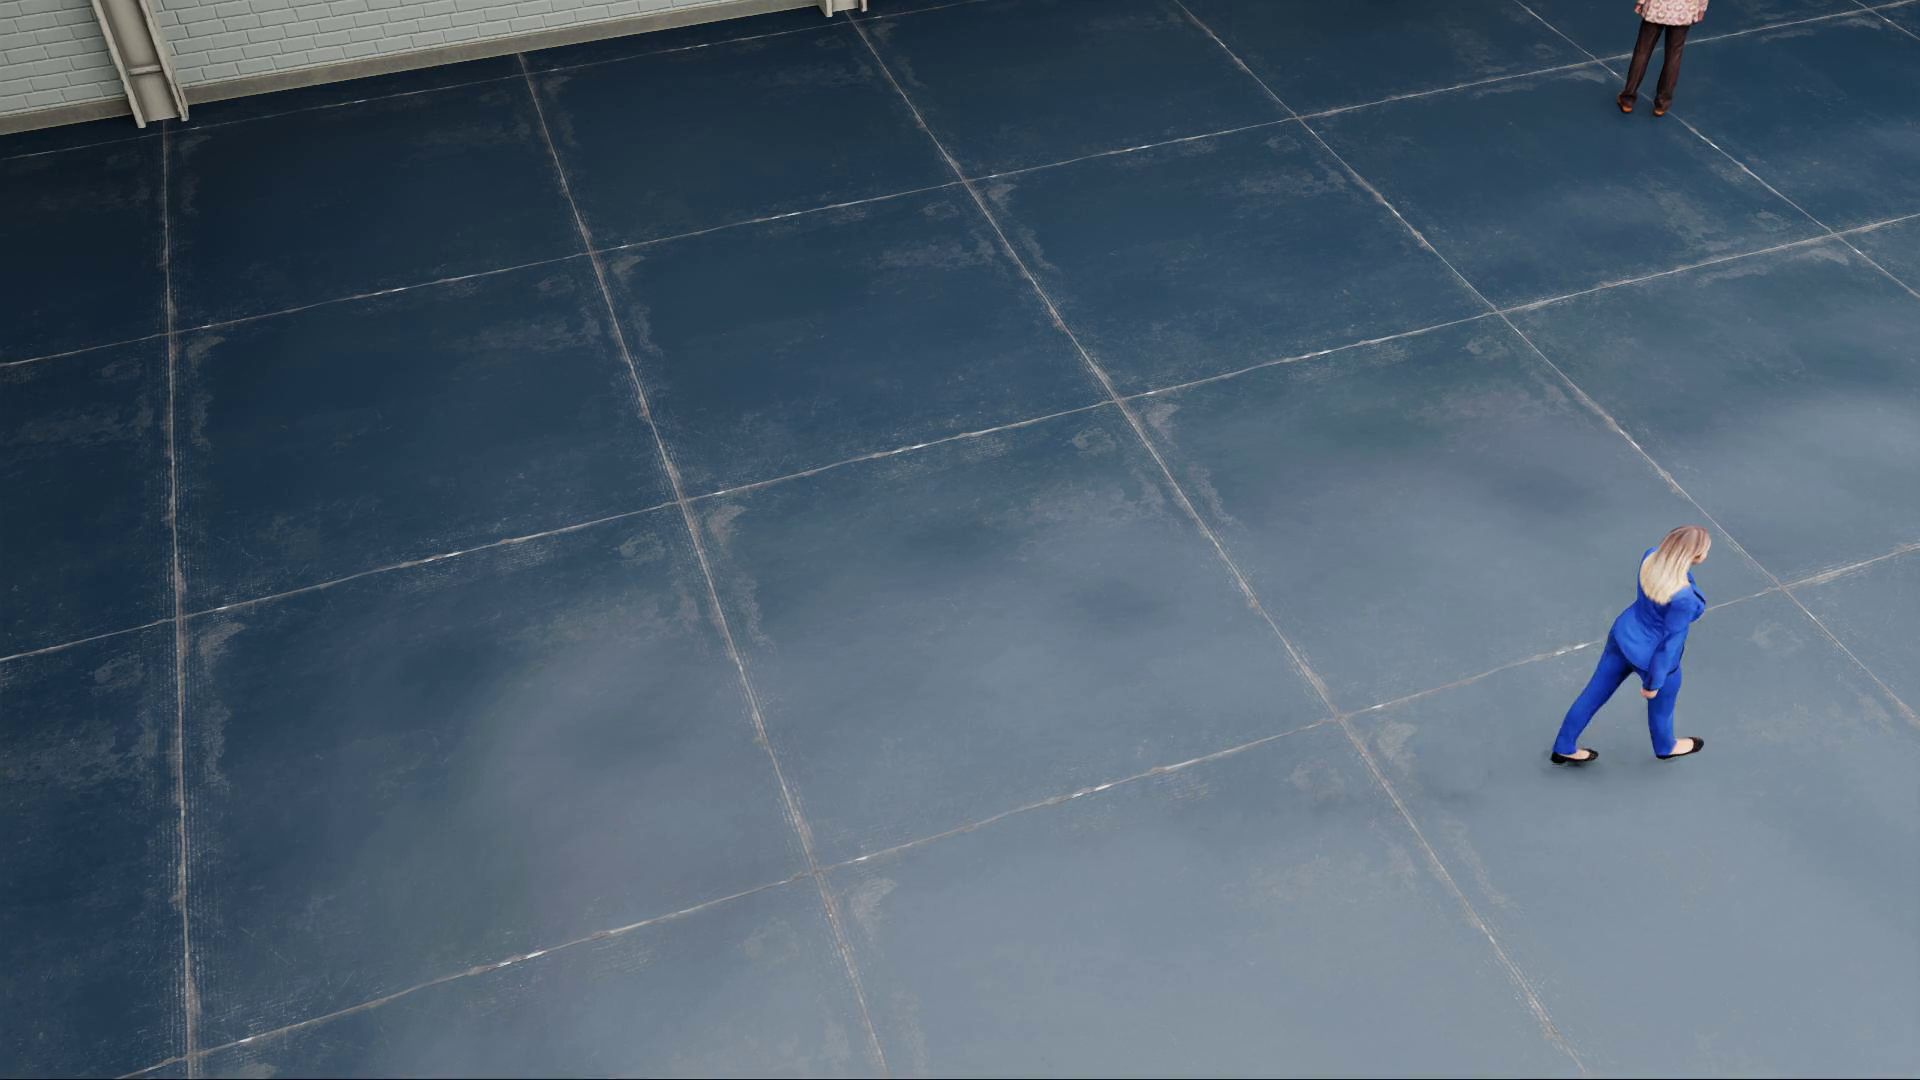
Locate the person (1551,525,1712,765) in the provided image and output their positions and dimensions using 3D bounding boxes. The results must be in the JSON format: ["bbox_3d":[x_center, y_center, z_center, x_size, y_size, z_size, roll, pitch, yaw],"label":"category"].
[{"bbox_3d":[3.332,0.588,8.360,1.067,1.671,0.767,-7,43,-7],"label":"person"}]

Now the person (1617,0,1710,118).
[{"bbox_3d":[5.782,-4.339,13.537,0.748,1.807,0.844,12,44,12],"label":"person"}]
